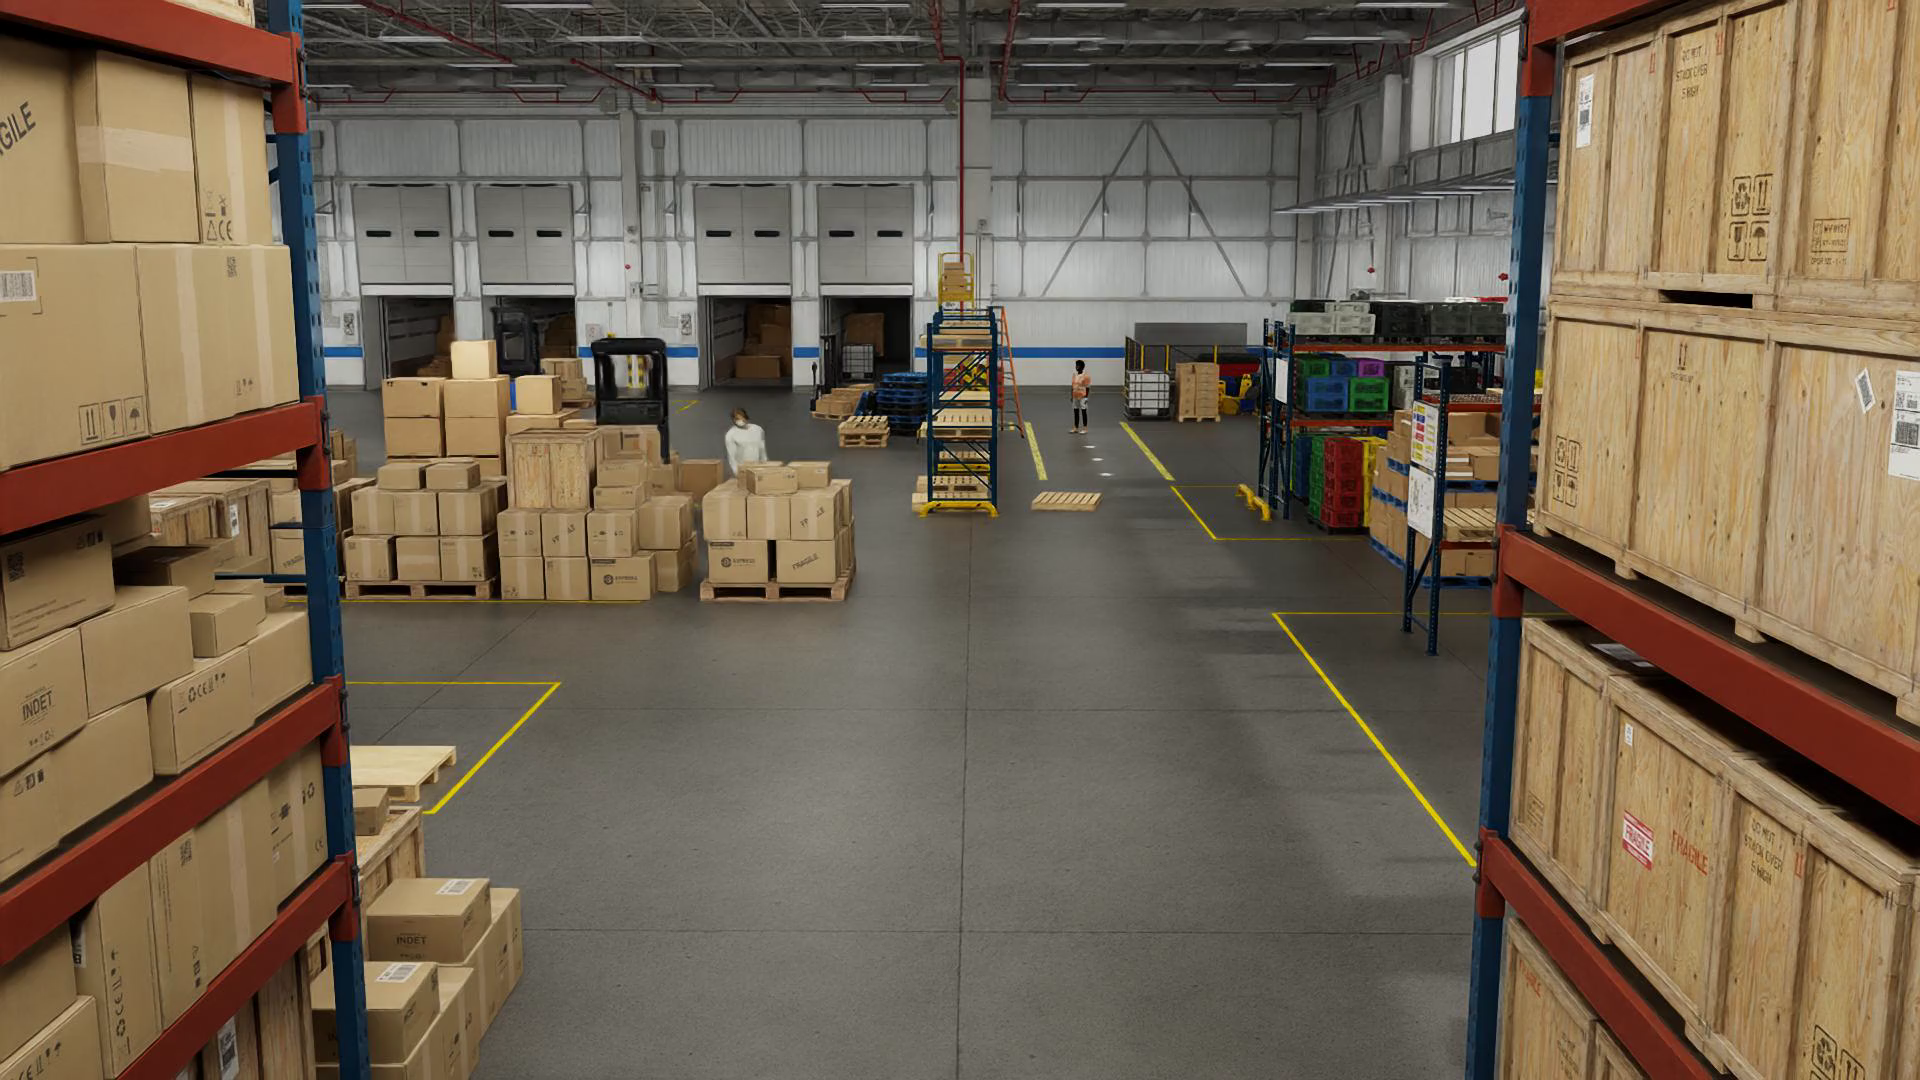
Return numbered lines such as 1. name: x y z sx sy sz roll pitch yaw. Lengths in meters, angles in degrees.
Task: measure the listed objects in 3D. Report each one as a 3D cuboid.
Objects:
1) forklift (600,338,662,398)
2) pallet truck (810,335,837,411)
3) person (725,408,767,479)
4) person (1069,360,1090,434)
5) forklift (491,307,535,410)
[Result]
1. forklift: -5.031 -1.723 25.645 1.129 2.768 1.873 -2 10 -9
2. pallet truck: -3.021 -4.312 43.126 1.885 1.965 0.823 3 10 17
3. person: -3.088 -0.988 24.289 0.700 1.886 0.407 -8 12 -38
4. person: 2.726 -3.252 37.878 0.318 1.697 0.533 -9 14 -44
5. forklift: -10.749 -4.230 40.107 1.129 2.768 1.873 0 10 1
